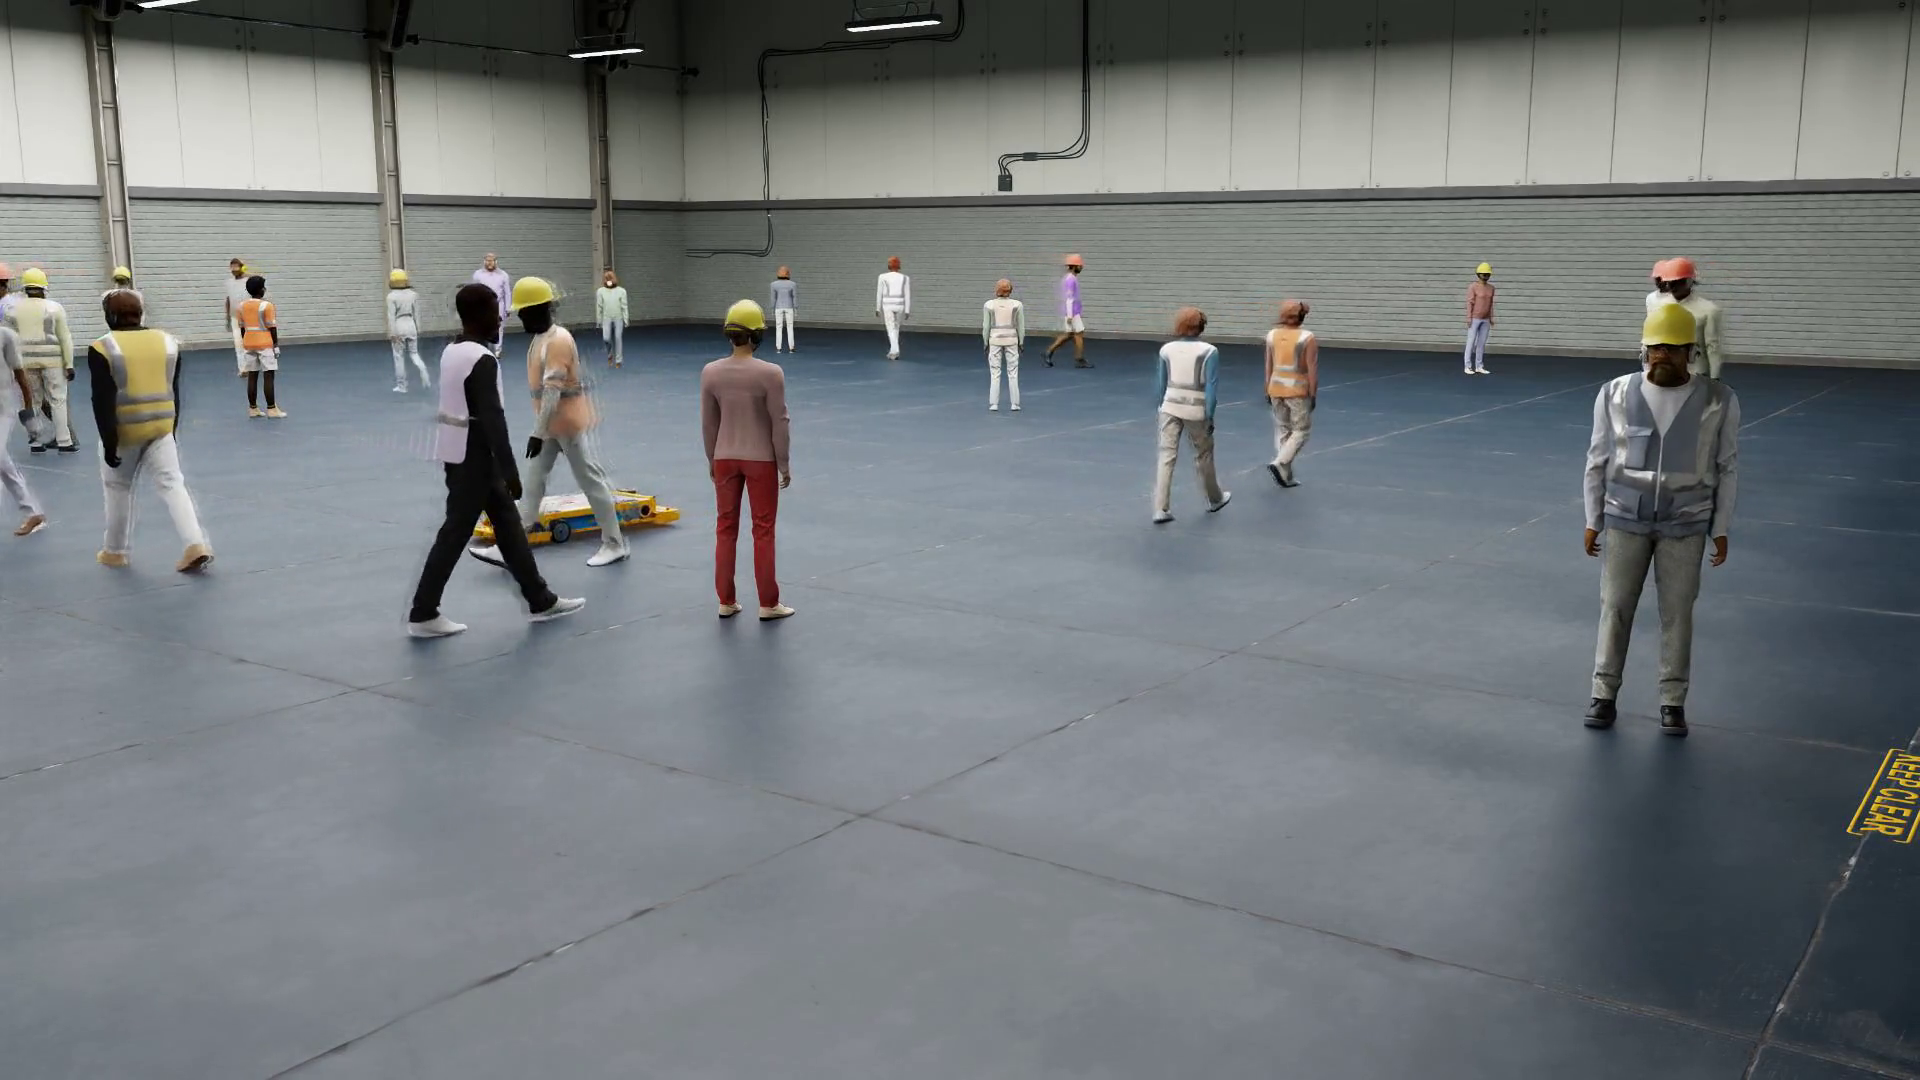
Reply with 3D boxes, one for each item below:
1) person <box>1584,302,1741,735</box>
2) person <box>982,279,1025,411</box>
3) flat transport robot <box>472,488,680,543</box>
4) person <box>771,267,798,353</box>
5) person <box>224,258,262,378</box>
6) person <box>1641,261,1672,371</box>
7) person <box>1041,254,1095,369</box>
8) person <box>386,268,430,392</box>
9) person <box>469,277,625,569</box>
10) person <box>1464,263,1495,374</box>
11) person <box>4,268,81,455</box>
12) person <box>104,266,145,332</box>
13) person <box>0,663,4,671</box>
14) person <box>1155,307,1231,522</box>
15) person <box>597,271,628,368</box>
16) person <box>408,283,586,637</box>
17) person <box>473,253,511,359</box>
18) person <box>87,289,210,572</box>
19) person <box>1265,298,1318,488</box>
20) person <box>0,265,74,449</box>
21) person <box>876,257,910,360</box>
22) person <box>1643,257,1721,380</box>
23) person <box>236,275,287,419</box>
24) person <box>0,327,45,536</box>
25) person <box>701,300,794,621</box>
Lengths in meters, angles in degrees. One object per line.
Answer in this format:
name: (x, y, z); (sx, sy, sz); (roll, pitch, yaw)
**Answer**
person: (2.954, -0.086, 7.050); (0.595, 1.831, 0.403); (5, 11, 24)
person: (0.540, -2.409, 20.610); (0.523, 1.638, 0.311); (0, 10, 1)
flat transport robot: (-2.789, -0.184, 11.977); (0.652, 0.197, 1.431); (9, 13, 41)
person: (-3.340, -4.372, 31.616); (0.507, 1.632, 0.274); (0, 10, -1)
person: (-11.150, -3.451, 25.846); (0.516, 1.856, 0.551); (1, 10, 6)
person: (8.283, -2.331, 19.535); (1.041, 1.881, 0.546); (-8, 13, -37)
person: (1.793, -3.785, 27.566); (0.845, 1.910, 0.551); (0, 10, 1)
person: (-7.714, -2.910, 23.151); (0.595, 1.725, 0.498); (9, 13, 40)
person: (-2.602, -0.725, 10.533); (1.013, 1.856, 0.618); (-6, 12, -31)
person: (8.292, -3.518, 26.465); (0.526, 1.768, 0.331); (-5, 11, -24)
person: (-8.985, -1.741, 16.311); (0.599, 1.835, 0.404); (-1, 10, -4)
person: (-11.511, -2.886, 22.965); (0.525, 1.752, 0.455); (-2, 10, -12)
person: (-5.129, -0.175, 7.685); (1.013, 1.798, 0.518); (-3, 11, -16)
person: (1.733, -0.946, 12.535); (0.536, 1.584, 0.885); (7, 12, 34)
person: (-5.773, -3.654, 27.633); (0.517, 1.616, 0.356); (-1, 10, -4)
person: (-2.540, -0.428, 8.883); (0.994, 1.864, 0.606); (-6, 12, -28)
person: (-8.395, -4.186, 29.837); (0.672, 1.892, 0.509); (-2, 10, -11)
person: (-5.179, -0.686, 10.532); (0.983, 1.801, 0.622); (7, 12, 35)
person: (2.761, -1.222, 14.010); (0.491, 1.623, 0.518); (-10, 14, -44)
person: (-9.492, -1.819, 16.669); (0.999, 1.881, 0.554); (-7, 12, -34)
person: (-1.179, -4.145, 29.770); (0.575, 1.853, 0.942); (-4, 11, -20)
person: (6.271, -1.465, 14.417); (0.758, 1.962, 0.657); (-10, 14, -43)
person: (-8.290, -2.278, 19.712); (0.535, 1.697, 0.318); (3, 11, 18)
person: (-6.715, -0.868, 11.529); (0.534, 1.812, 0.996); (1, 10, 7)
person: (-1.170, -0.431, 9.177); (0.525, 1.769, 0.316); (4, 11, 19)
